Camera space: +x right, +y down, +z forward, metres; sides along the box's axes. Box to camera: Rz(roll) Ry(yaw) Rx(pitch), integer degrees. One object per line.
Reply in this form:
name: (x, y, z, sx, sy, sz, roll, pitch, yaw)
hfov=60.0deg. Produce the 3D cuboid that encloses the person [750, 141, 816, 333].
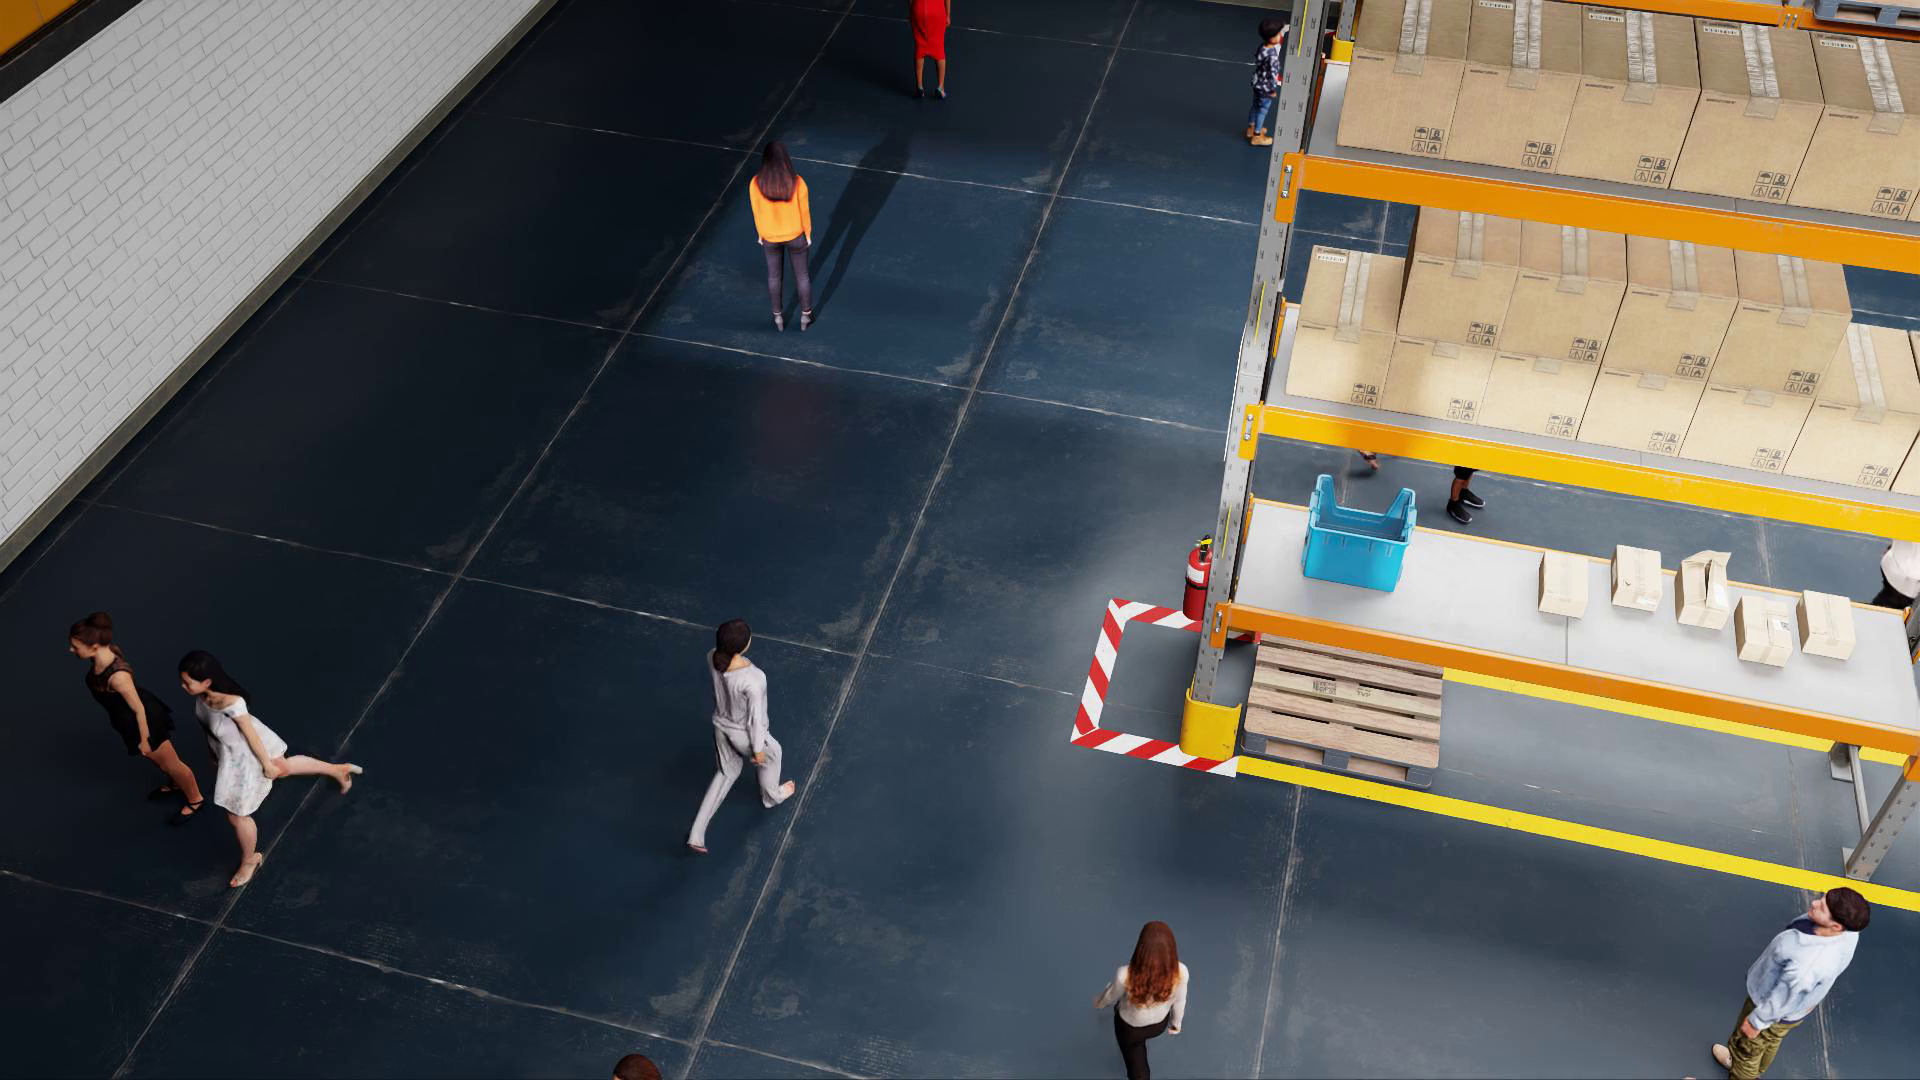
person: (-1.413, -2.437, 13.383, 0.565, 1.748, 0.724, 2, 44, 2)

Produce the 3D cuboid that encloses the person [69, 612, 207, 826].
person: (-4.844, 1.044, 9.782, 0.739, 1.674, 0.658, -32, 52, -29)

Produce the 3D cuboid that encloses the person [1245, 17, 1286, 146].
person: (2.885, -4.350, 15.752, 0.598, 1.250, 0.571, -9, 44, -9)

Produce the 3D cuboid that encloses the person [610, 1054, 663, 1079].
person: (-1.428, 2.869, 8.024, 0.874, 1.458, 0.725, 17, 46, 17)

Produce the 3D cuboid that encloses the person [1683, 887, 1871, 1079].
person: (4.128, 2.309, 8.355, 0.765, 1.812, 0.779, -30, 51, -28)

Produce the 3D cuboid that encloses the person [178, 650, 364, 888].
person: (-4.020, 1.197, 9.585, 1.210, 1.724, 1.016, 32, 52, 29)

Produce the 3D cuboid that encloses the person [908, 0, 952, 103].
person: (-0.307, -5.095, 16.176, 0.476, 1.744, 0.653, 5, 44, 5)

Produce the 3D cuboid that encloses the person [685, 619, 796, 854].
person: (-1.330, 1.158, 9.613, 1.093, 1.742, 0.974, 30, 51, 28)

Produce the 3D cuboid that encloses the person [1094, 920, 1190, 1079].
person: (0.941, 2.499, 8.423, 0.988, 1.443, 0.905, -8, 44, -9)
